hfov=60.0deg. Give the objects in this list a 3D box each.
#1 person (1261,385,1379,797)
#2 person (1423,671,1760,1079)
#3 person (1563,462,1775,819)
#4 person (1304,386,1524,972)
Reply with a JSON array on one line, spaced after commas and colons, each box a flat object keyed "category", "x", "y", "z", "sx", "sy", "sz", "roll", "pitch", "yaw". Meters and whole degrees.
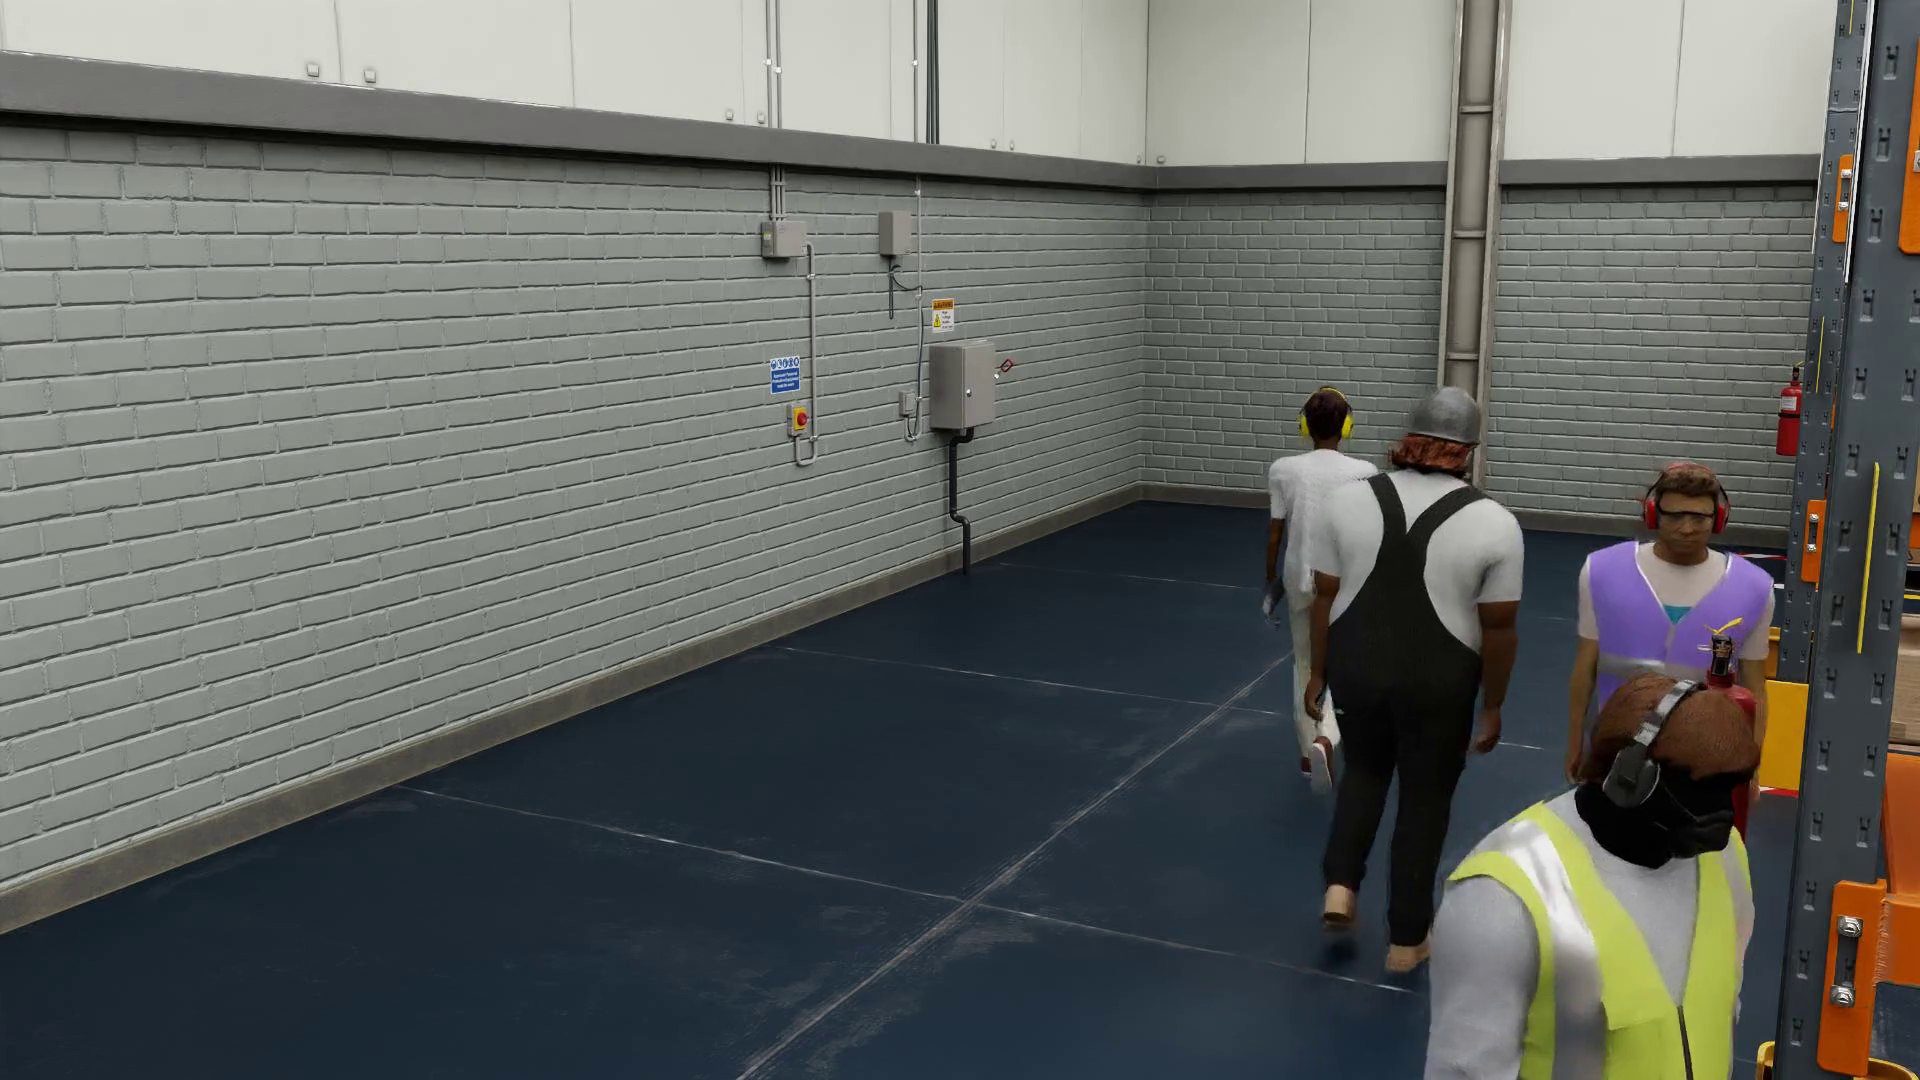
[{"category": "person", "x": 1.618, "y": 0.233, "z": 7.525, "sx": 0.523, "sy": 1.847, "sz": 0.743, "roll": 4, "pitch": 11, "yaw": 19}, {"category": "person", "x": 1.052, "y": 1.102, "z": 2.851, "sx": 0.711, "sy": 1.814, "sz": 0.439, "roll": -5, "pitch": 11, "yaw": -23}, {"category": "person", "x": 2.212, "y": 0.656, "z": 5.227, "sx": 0.582, "sy": 1.827, "sz": 0.448, "roll": 4, "pitch": 11, "yaw": 19}, {"category": "person", "x": 1.576, "y": 0.456, "z": 5.756, "sx": 0.708, "sy": 2.000, "sz": 0.555, "roll": 6, "pitch": 12, "yaw": 31}]
